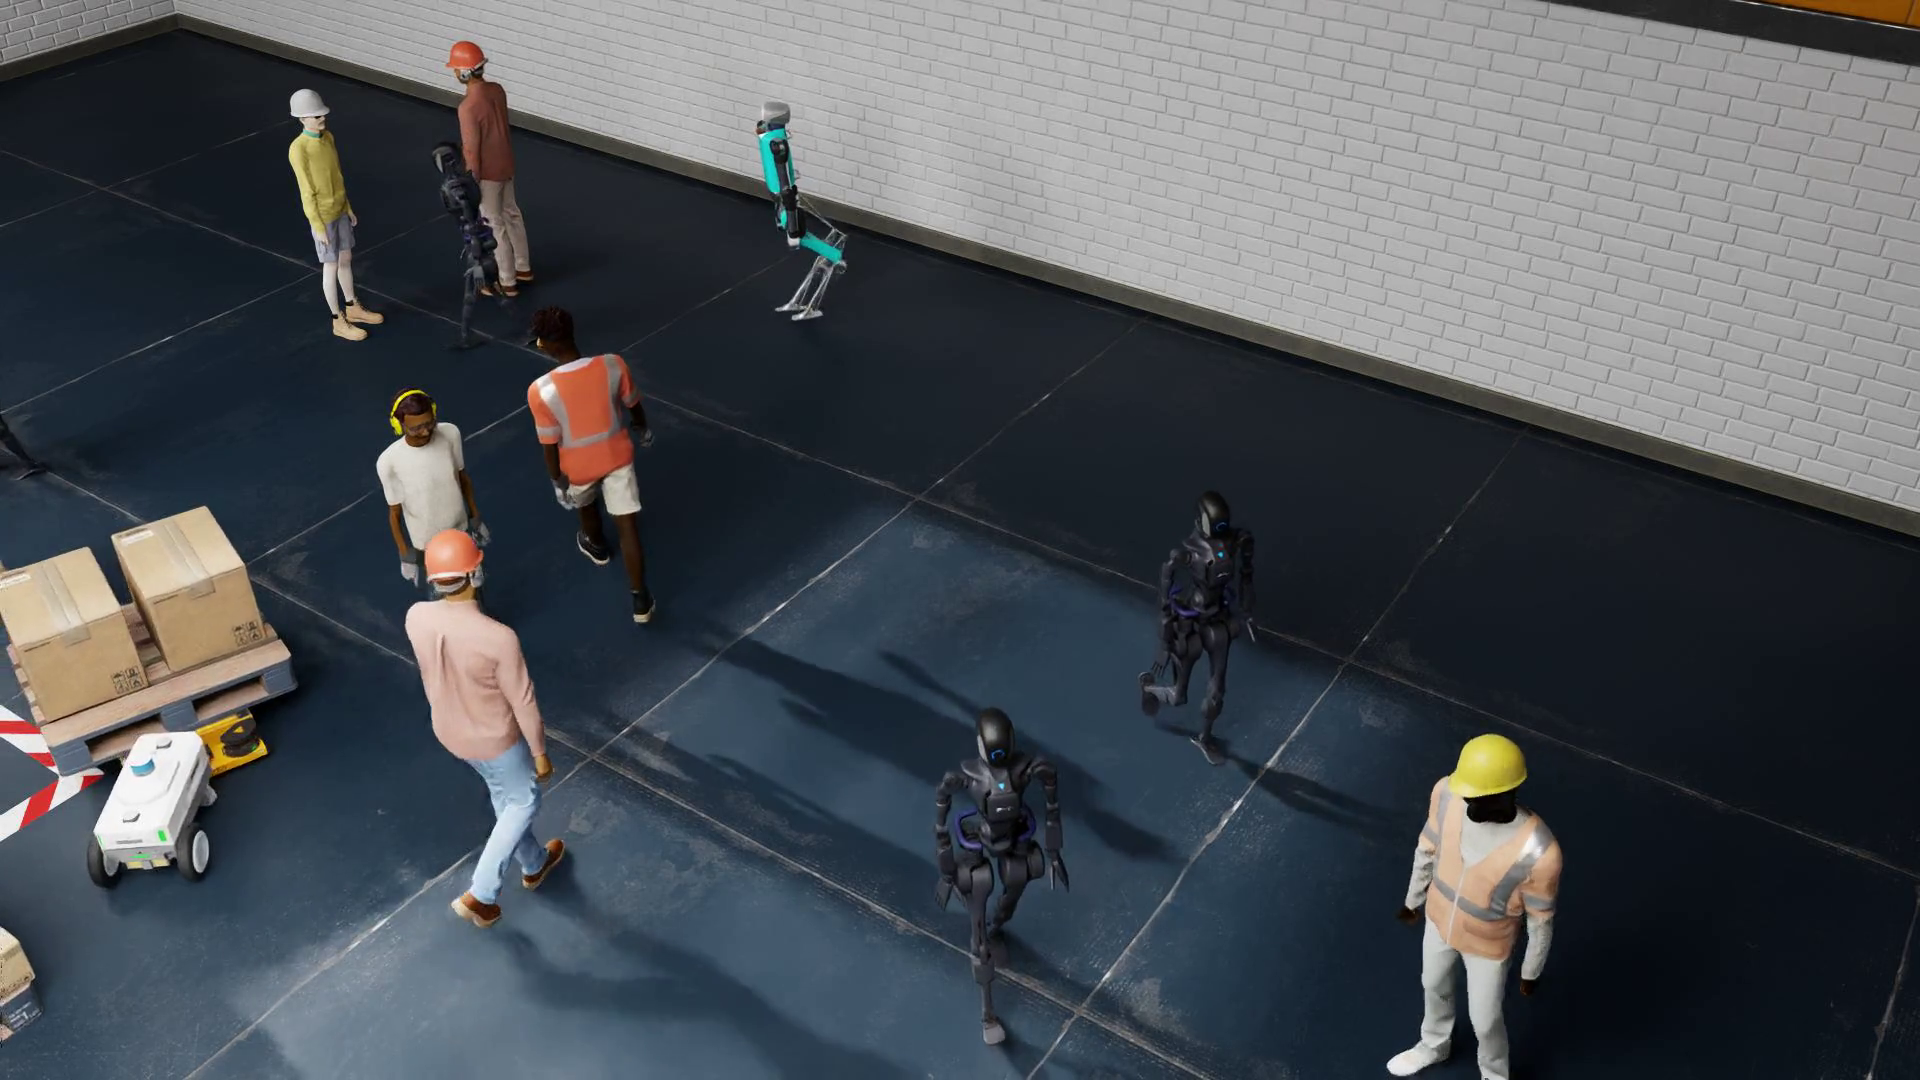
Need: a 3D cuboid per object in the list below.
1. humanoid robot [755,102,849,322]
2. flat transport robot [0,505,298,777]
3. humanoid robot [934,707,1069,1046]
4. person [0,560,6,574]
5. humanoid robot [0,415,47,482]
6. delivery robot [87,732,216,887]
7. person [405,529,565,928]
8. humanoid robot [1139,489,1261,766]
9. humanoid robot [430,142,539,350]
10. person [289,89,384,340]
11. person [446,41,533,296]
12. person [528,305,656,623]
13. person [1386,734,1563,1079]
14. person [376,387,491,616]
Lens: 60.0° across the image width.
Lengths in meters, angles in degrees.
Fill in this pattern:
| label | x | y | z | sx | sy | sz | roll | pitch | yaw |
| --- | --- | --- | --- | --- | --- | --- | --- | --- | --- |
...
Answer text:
| label | x | y | z | sx | sy | sz | roll | pitch | yaw |
| --- | --- | --- | --- | --- | --- | --- | --- | --- | --- |
| humanoid robot | -1.117 | -2.432 | 12.399 | 0.717 | 1.735 | 0.532 | -11 | 36 | -15 |
| flat transport robot | -4.328 | 0.854 | 9.043 | 0.659 | 0.231 | 1.431 | -23 | 41 | -29 |
| humanoid robot | 0.189 | 1.382 | 7.089 | 0.589 | 1.631 | 0.757 | -8 | 36 | -12 |
| person | -5.956 | -0.412 | 9.505 | 0.456 | 1.819 | 0.623 | 17 | 38 | 23 |
| humanoid robot | -6.332 | -1.080 | 10.588 | 0.484 | 1.648 | 0.593 | -23 | 41 | -30 |
| delivery robot | -3.947 | 1.299 | 8.150 | 0.510 | 0.585 | 0.743 | -3 | 35 | -4 |
| person | -2.196 | 0.905 | 7.515 | 0.678 | 1.941 | 0.779 | 13 | 37 | 18 |
| humanoid robot | 1.219 | 0.382 | 8.504 | 0.611 | 1.640 | 0.555 | -16 | 38 | -21 |
| humanoid robot | -3.506 | -2.115 | 12.100 | 0.761 | 1.629 | 0.612 | -14 | 37 | -19 |
| person | -4.666 | -2.408 | 12.293 | 0.385 | 1.892 | 0.471 | 7 | 36 | 10 |
| person | -3.645 | -2.869 | 12.872 | 0.400 | 1.988 | 0.619 | 7 | 36 | 10 |
| person | -2.066 | -0.485 | 9.530 | 0.707 | 1.905 | 1.017 | -14 | 37 | -19 |
| person | 2.085 | 1.553 | 6.631 | 0.428 | 1.903 | 0.709 | -24 | 42 | -30 |
| person | -2.763 | -0.009 | 8.896 | 0.338 | 1.855 | 0.523 | 26 | 42 | 32 |
